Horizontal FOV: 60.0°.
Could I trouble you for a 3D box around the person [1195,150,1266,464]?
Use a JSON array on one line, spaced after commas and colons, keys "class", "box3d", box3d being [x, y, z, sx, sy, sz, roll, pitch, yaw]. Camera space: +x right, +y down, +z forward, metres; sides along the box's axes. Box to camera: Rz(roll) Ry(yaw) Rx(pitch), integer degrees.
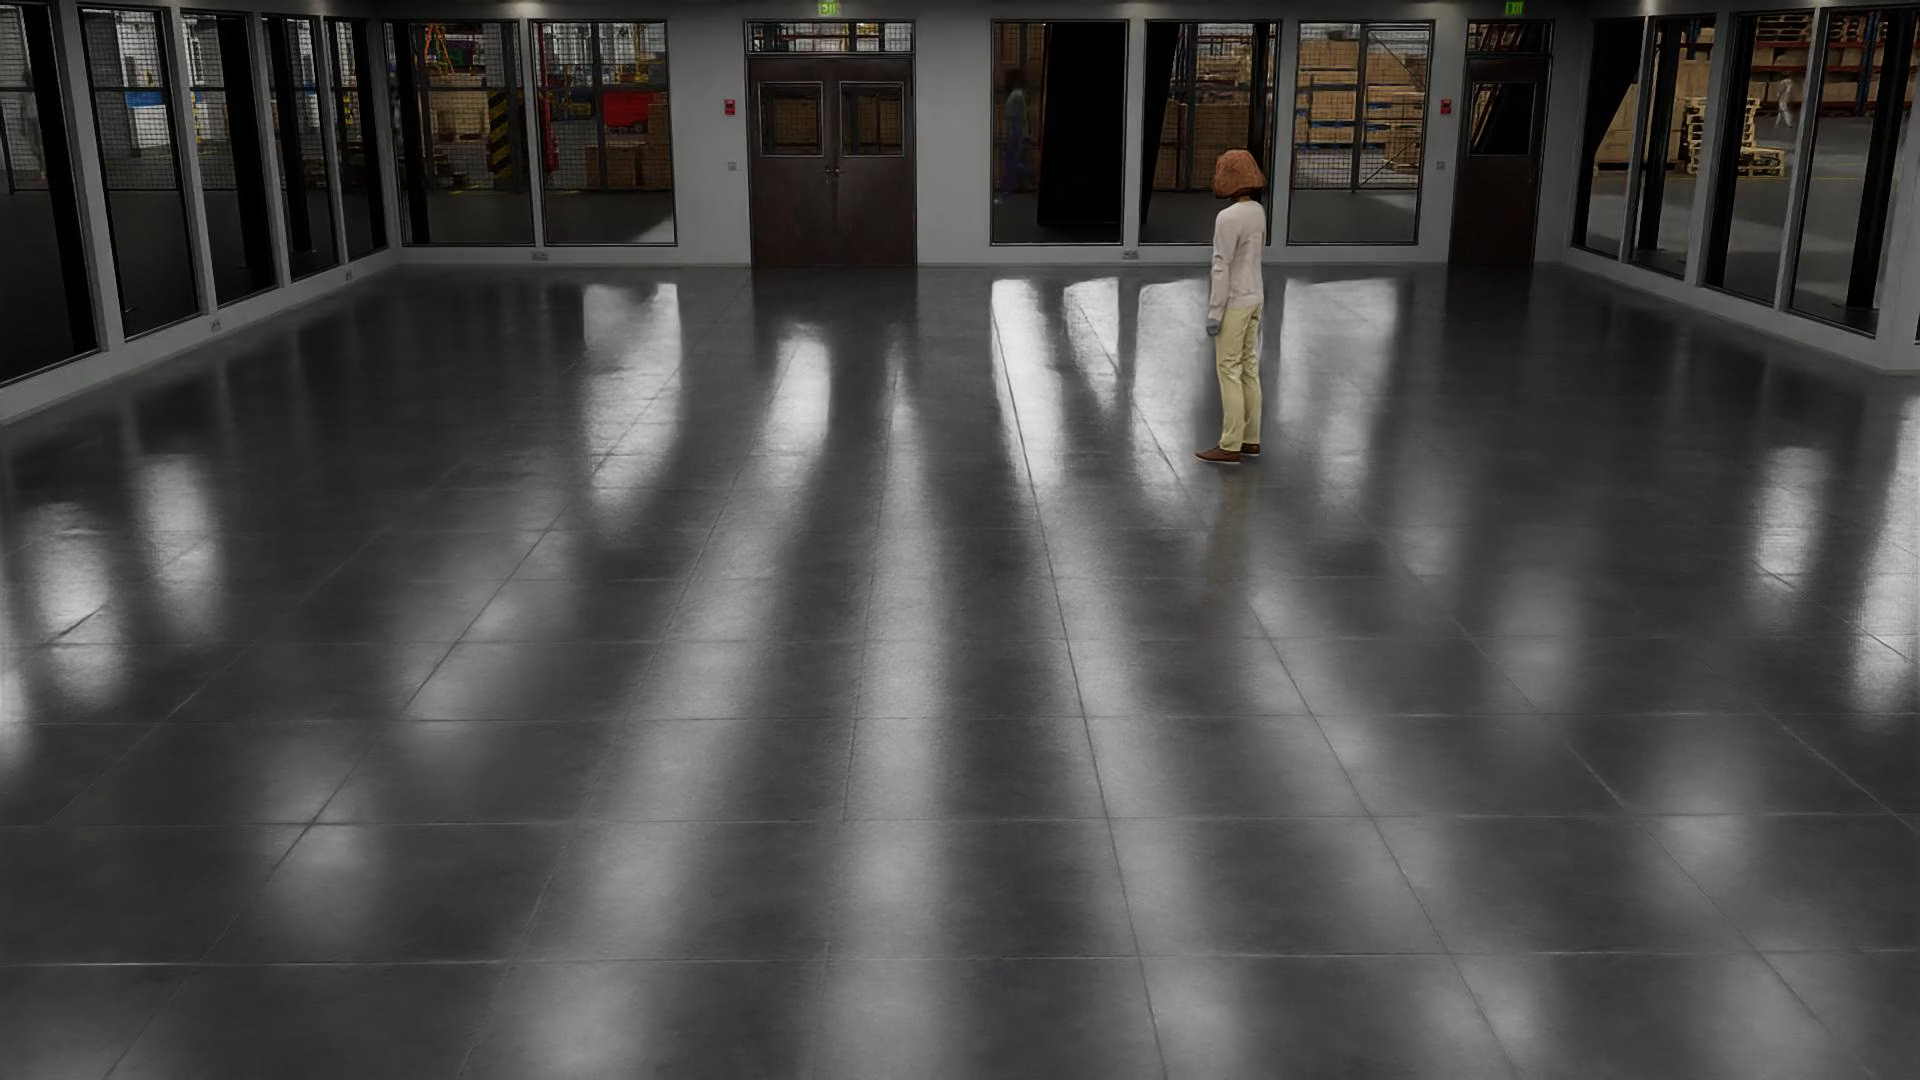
[{"class": "person", "box3d": [1.444, -1.214, 8.728, 0.278, 1.624, 0.494, 9, 19, 29]}]
